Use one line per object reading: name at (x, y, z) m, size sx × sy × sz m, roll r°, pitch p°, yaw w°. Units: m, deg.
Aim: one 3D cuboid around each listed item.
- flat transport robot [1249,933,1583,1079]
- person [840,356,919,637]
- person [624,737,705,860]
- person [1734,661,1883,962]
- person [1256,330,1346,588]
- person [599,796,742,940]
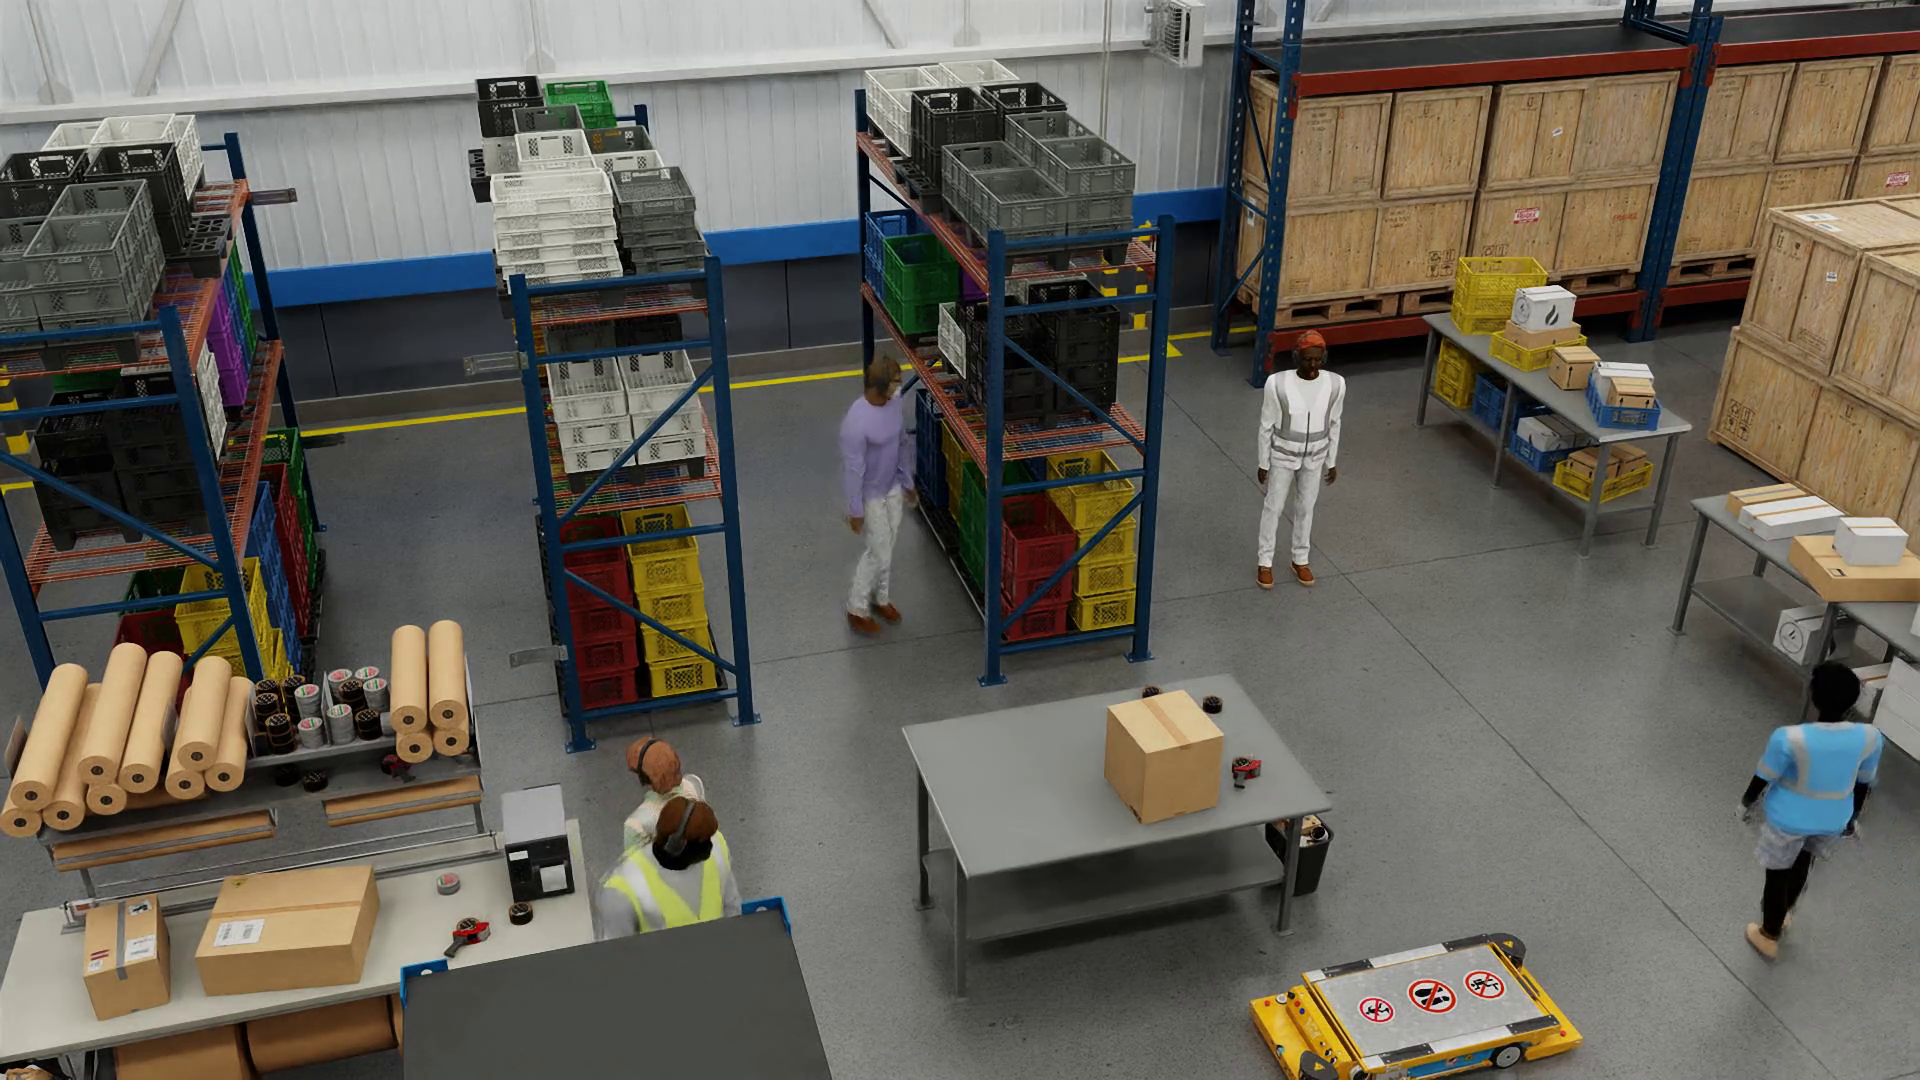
flat transport robot at (2.184, 2.282, 7.980) m, size 1.431 × 0.197 × 0.652 m, roll -8°, pitch 30°, yaw -14°
person at (-0.544, -0.297, 10.990) m, size 0.430 × 1.910 × 0.654 m, roll 14°, pitch 32°, yaw 24°
person at (-1.354, 1.626, 7.770) m, size 0.324 × 1.631 × 0.519 m, roll 15°, pitch 32°, yaw 26°
person at (4.148, 1.301, 8.294) m, size 0.555 × 1.682 × 0.568 m, roll 0°, pitch 29°, yaw -1°
person at (2.329, -0.548, 11.470) m, size 0.574 × 1.882 × 0.356 m, roll -3°, pitch 29°, yaw -5°
person at (-1.194, 1.872, 7.145) m, size 0.481 × 1.809 × 0.654 m, roll 24°, pitch 37°, yaw 36°
